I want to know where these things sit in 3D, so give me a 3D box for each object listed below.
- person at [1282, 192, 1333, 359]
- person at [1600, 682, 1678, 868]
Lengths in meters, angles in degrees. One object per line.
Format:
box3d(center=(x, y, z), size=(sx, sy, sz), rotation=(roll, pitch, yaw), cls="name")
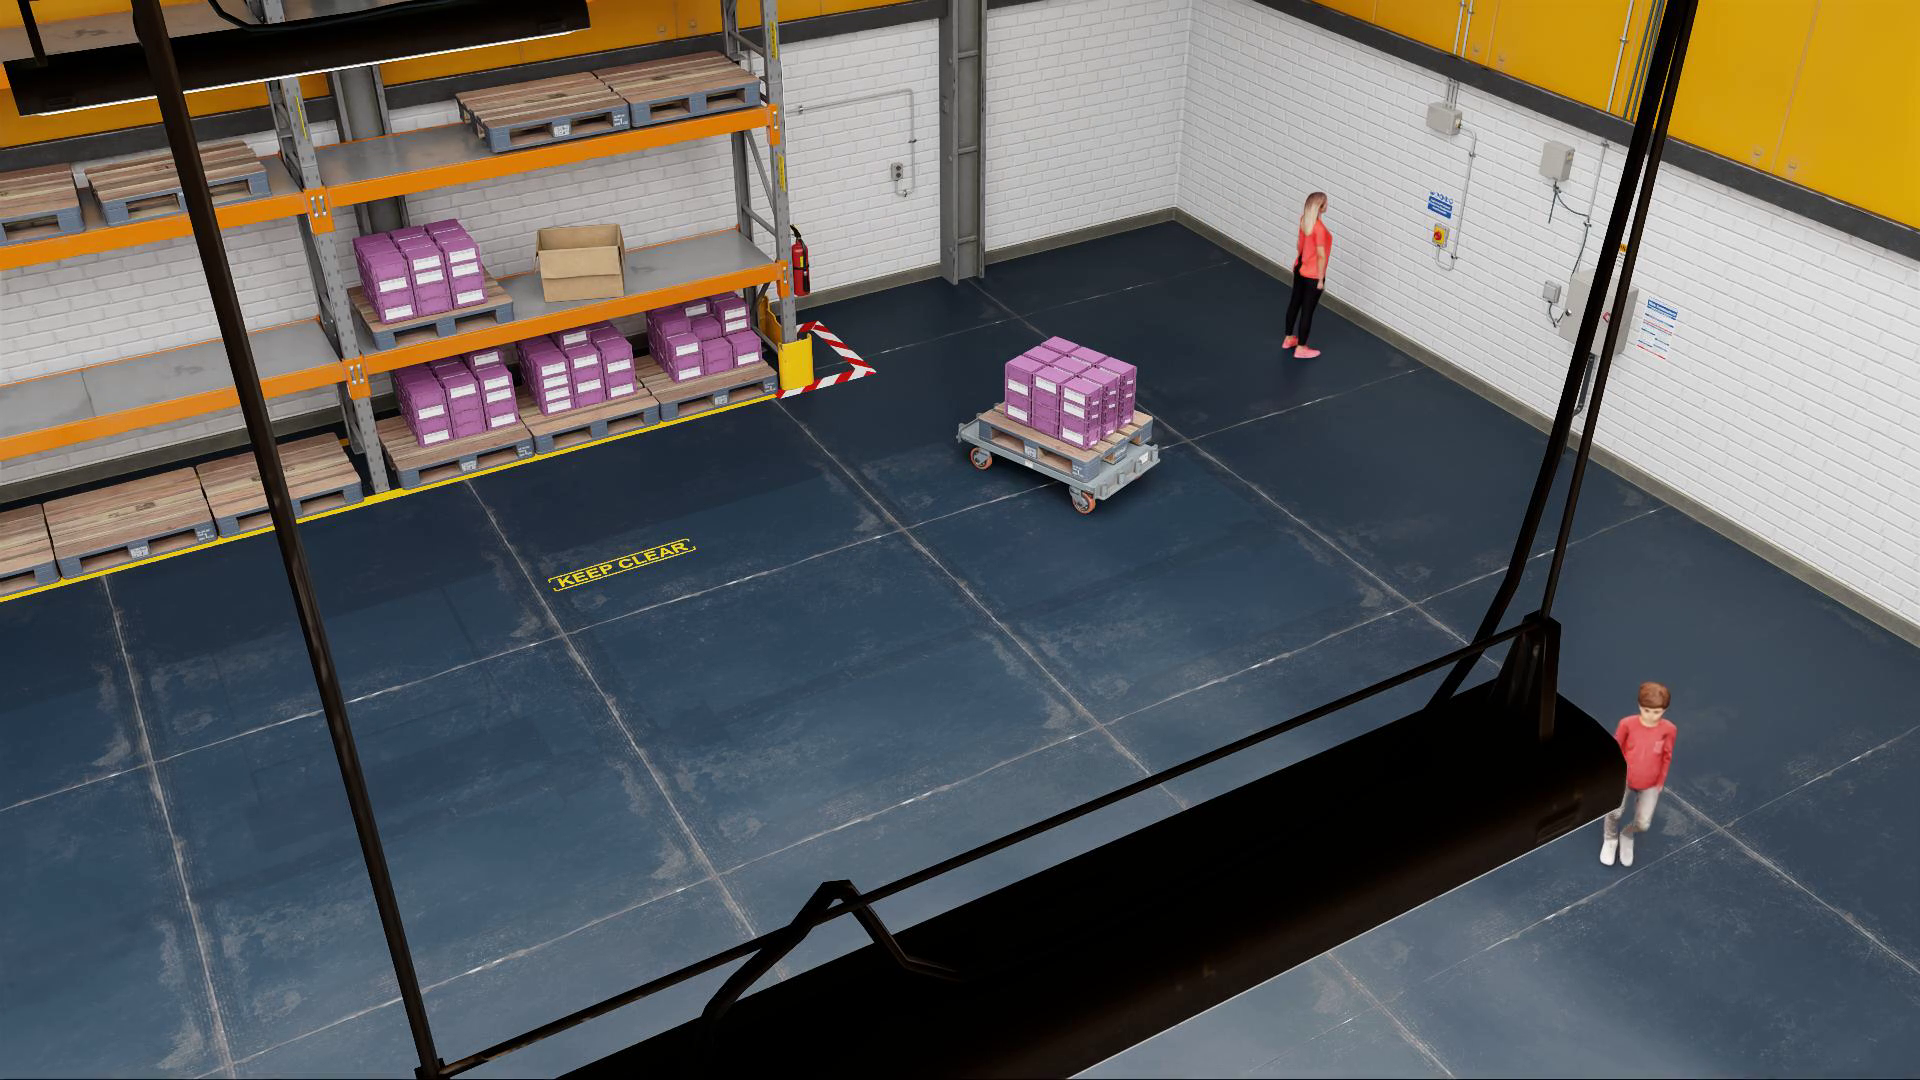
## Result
box3d(center=(3.446, -2.643, 16.483), size=(0.591, 1.693, 0.634), rotation=(-10, 35, -15), cls="person")
box3d(center=(4.297, 1.459, 10.573), size=(0.615, 1.405, 0.667), rotation=(10, 35, 15), cls="person")
